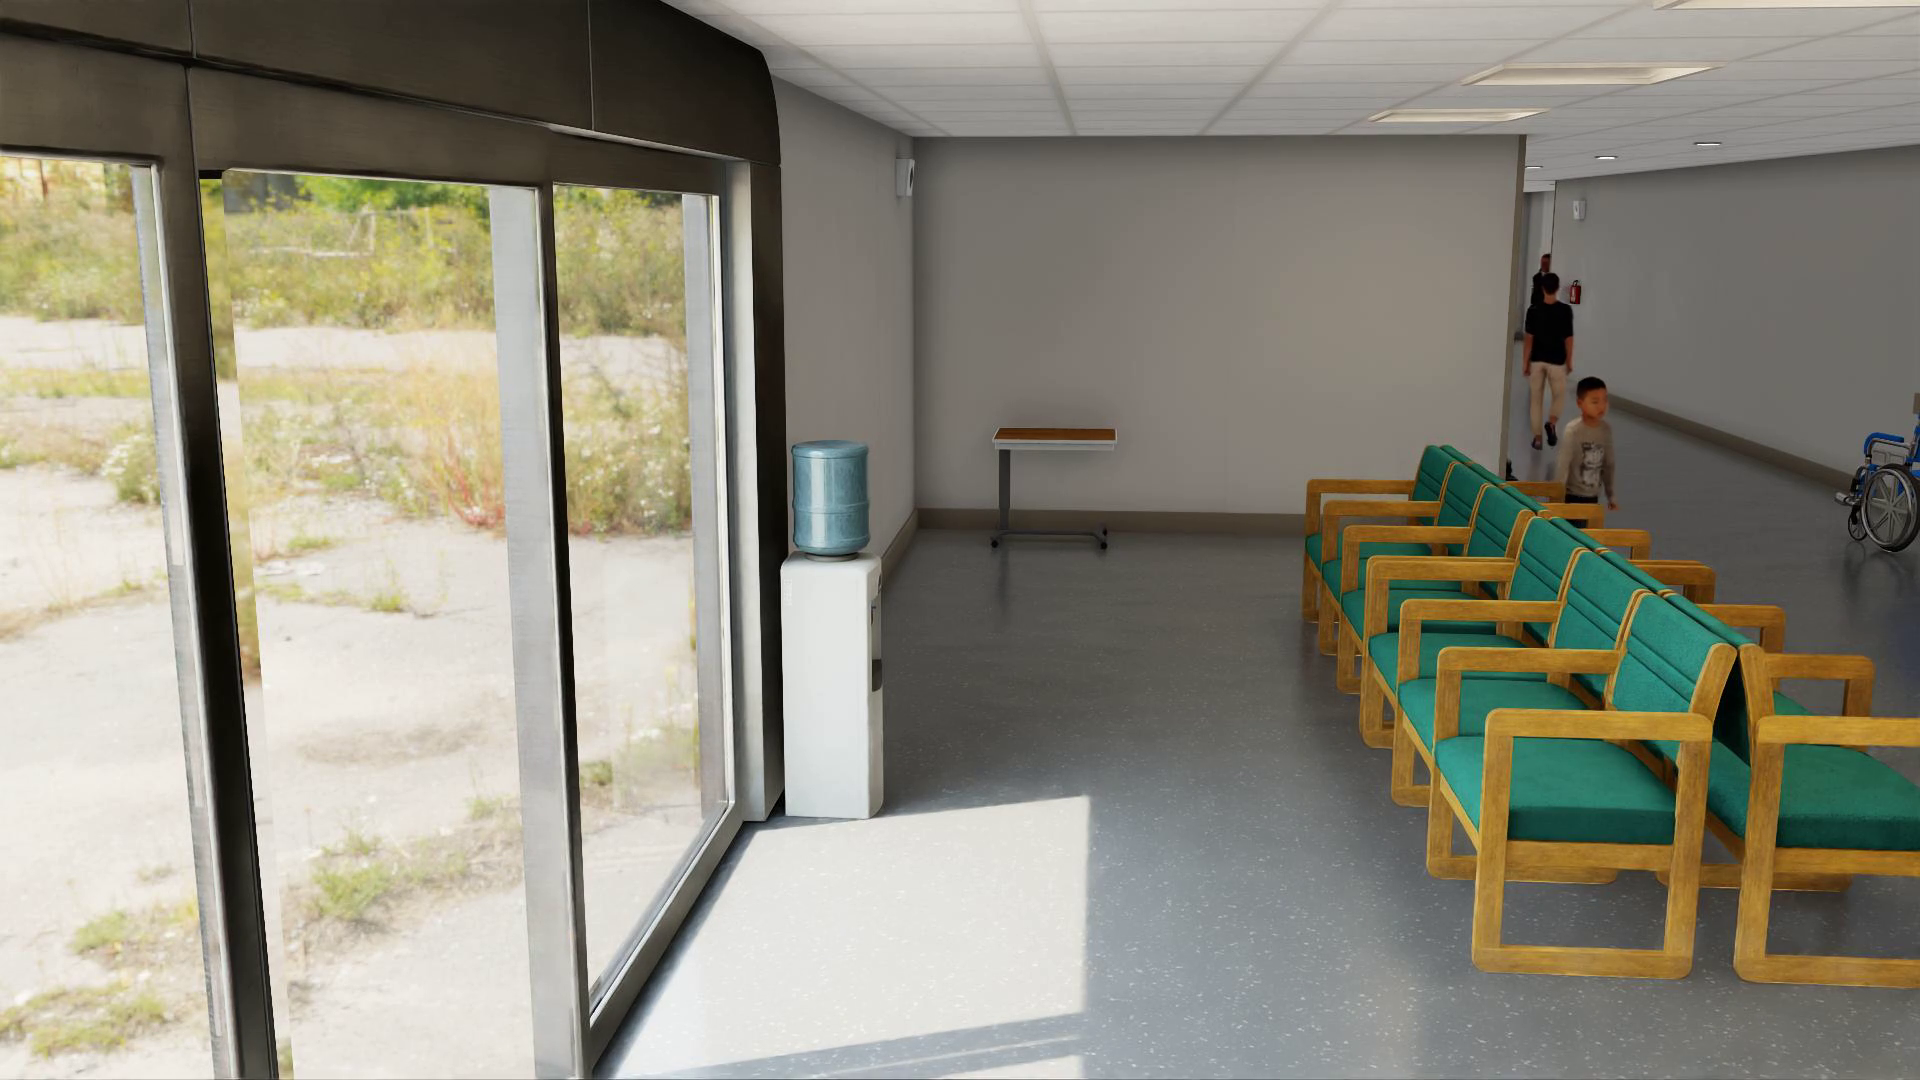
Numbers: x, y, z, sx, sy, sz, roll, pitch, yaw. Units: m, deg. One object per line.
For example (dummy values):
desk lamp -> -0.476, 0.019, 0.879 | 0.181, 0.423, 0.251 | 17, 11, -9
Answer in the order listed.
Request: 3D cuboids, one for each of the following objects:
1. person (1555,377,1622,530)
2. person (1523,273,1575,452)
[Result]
person -> 3.679, -0.260, 10.041 | 0.705, 1.450, 0.792 | -8, 13, -37
person -> 6.080, -1.815, 17.175 | 0.936, 1.845, 0.864 | 4, 11, 20
